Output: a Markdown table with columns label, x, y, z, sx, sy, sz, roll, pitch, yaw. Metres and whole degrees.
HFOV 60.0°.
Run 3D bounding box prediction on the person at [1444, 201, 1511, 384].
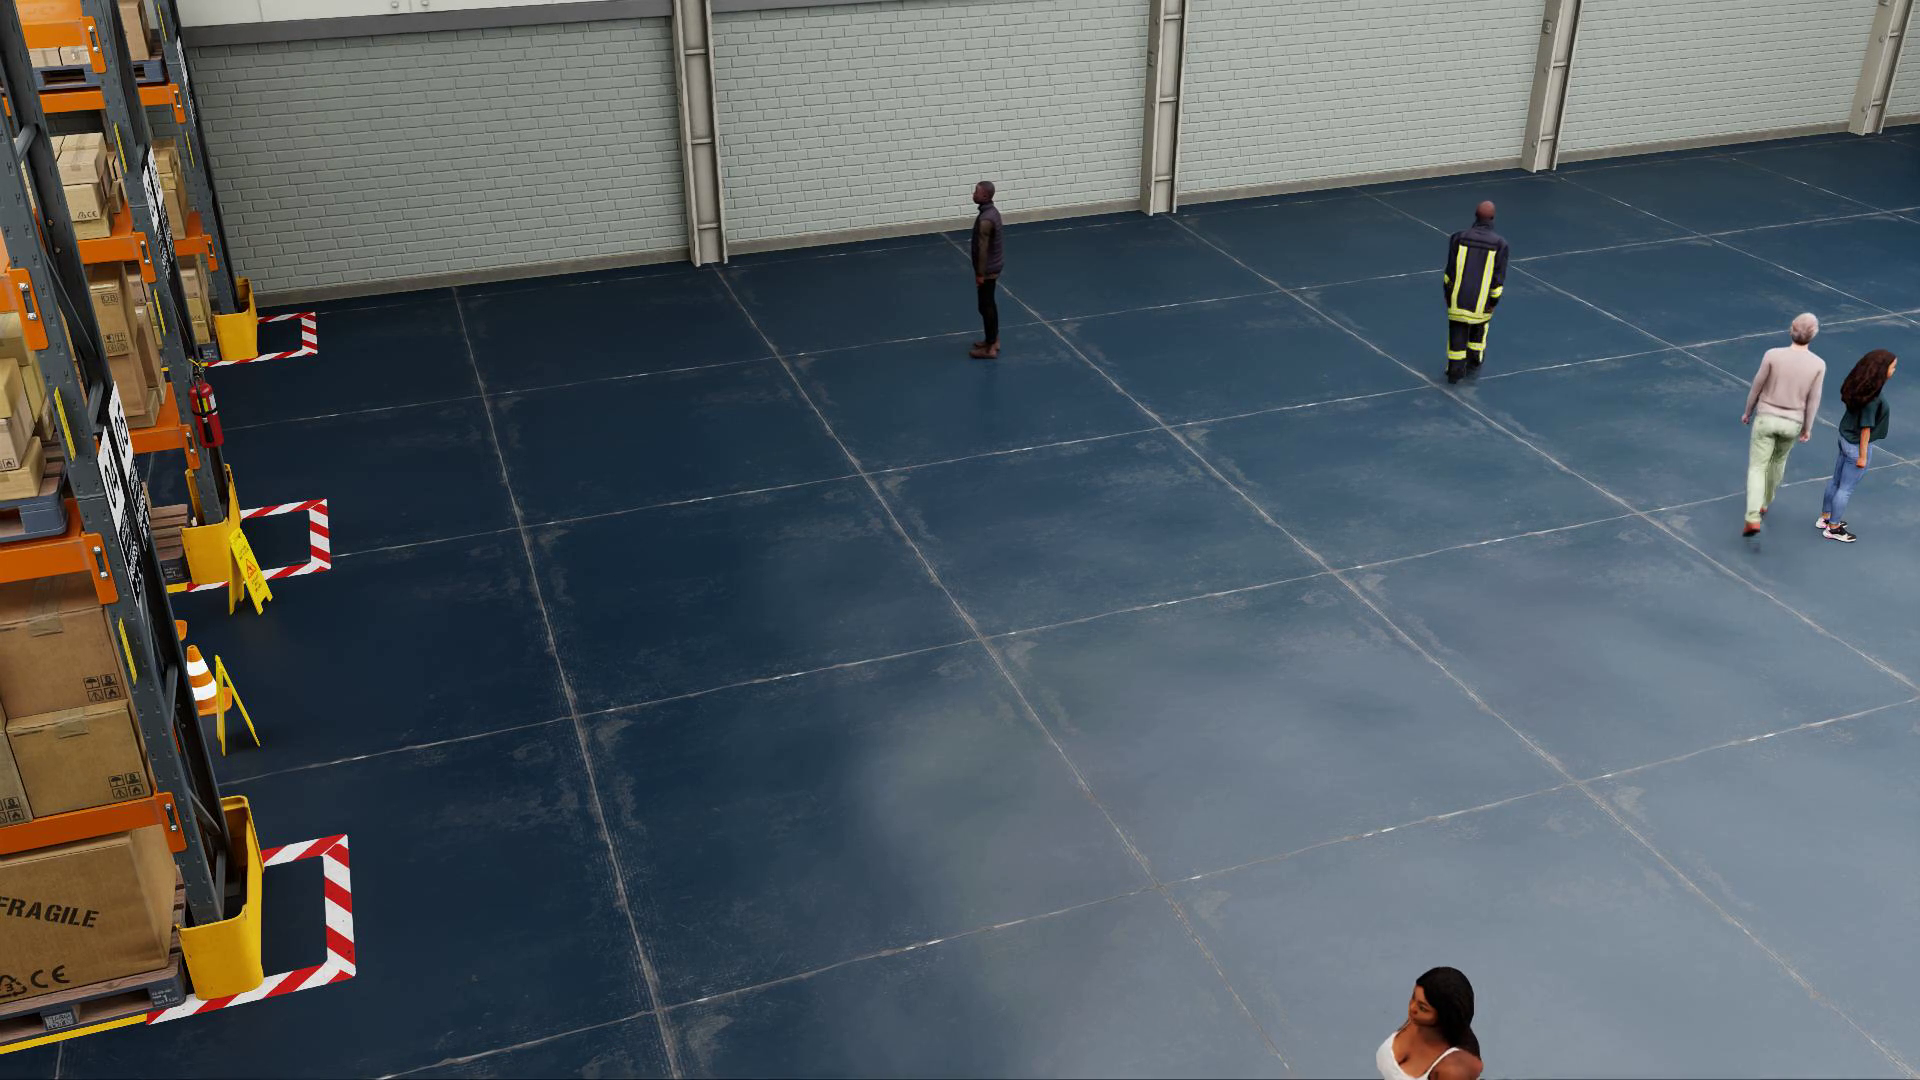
| label | x | y | z | sx | sy | sz | roll | pitch | yaw |
| --- | --- | --- | --- | --- | --- | --- | --- | --- | --- |
| person | 5.035 | -2.421 | 16.395 | 1.093 | 1.796 | 1.143 | 10 | 30 | 19 |

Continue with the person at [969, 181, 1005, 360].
| label | x | y | z | sx | sy | sz | roll | pitch | yaw |
| --- | --- | --- | --- | --- | --- | --- | --- | --- | --- |
| person | 0.280 | -2.771 | 17.010 | 0.733 | 1.837 | 0.762 | 2 | 28 | 4 |

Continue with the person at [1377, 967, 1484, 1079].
| label | x | y | z | sx | sy | sz | roll | pitch | yaw |
| --- | --- | --- | --- | --- | --- | --- | --- | --- | --- |
| person | 2.040 | 2.530 | 7.101 | 0.667 | 1.794 | 0.661 | -6 | 29 | -11 |

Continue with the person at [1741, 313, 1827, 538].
| label | x | y | z | sx | sy | sz | roll | pitch | yaw |
| --- | --- | --- | --- | --- | --- | --- | --- | --- | --- |
| person | 6.619 | -0.895 | 13.469 | 1.239 | 1.853 | 1.203 | 7 | 29 | 13 |

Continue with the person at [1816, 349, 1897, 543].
| label | x | y | z | sx | sy | sz | roll | pitch | yaw |
| --- | --- | --- | --- | --- | --- | --- | --- | --- | --- |
| person | 7.279 | -0.787 | 13.518 | 0.745 | 1.616 | 0.709 | 5 | 28 | 10 |
